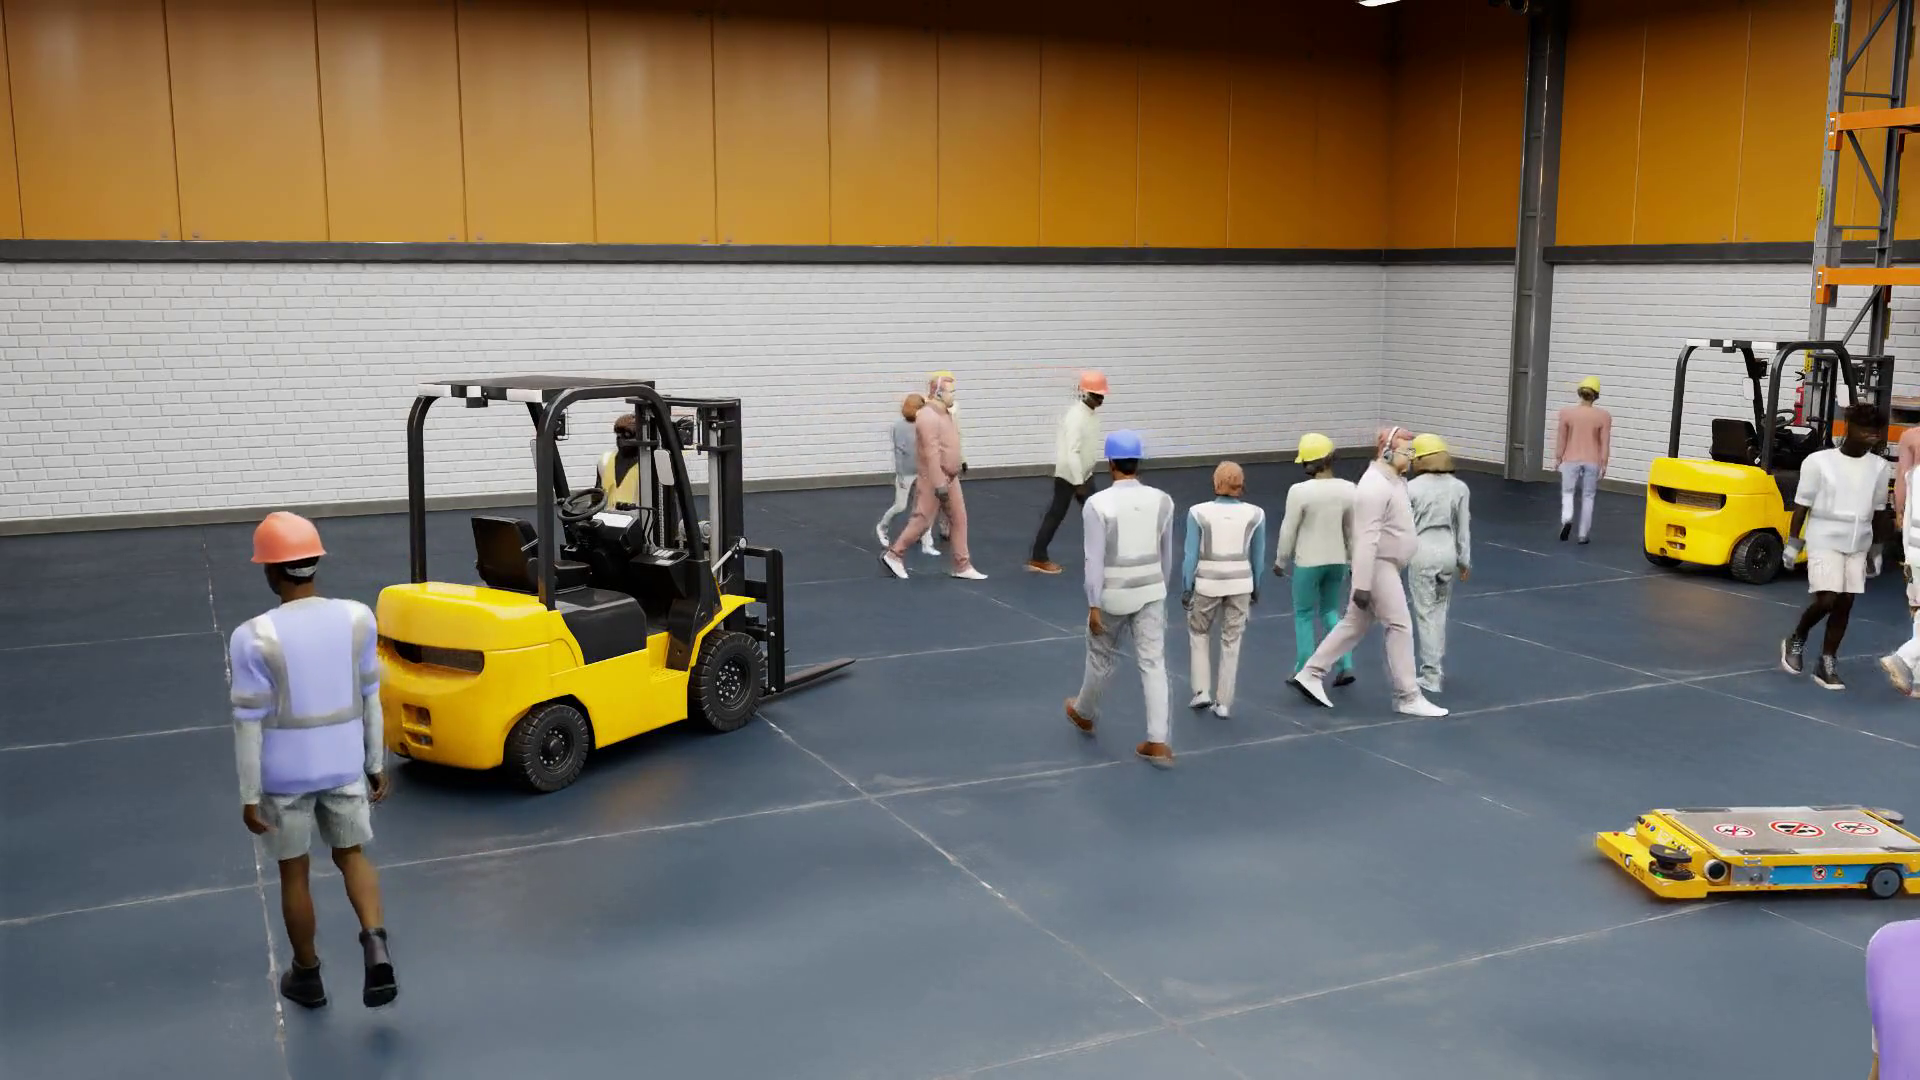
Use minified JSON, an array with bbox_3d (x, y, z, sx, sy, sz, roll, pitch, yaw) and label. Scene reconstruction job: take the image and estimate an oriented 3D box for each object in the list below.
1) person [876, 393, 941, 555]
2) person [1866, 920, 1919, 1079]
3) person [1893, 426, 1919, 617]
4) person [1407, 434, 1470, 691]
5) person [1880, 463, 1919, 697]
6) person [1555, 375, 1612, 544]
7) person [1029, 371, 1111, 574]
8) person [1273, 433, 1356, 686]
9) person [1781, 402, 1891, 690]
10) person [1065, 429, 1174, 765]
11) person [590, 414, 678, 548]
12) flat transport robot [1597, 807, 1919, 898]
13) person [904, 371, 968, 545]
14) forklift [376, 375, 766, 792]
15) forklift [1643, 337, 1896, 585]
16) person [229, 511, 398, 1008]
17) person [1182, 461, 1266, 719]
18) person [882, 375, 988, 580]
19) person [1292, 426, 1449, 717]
[{"bbox_3d":[-0.515,-0.663,16.564,0.496,1.601,0.745,-8,12,-40],"label":"person"},{"bbox_3d":[1.966,1.381,3.180,0.525,1.831,0.565,-4,10,-23],"label":"person"},{"bbox_3d":[7.708,-0.269,13.058,0.638,1.938,1.025,7,11,37],"label":"person"},{"bbox_3d":[3.153,0.134,11.272,0.491,1.705,0.669,-2,9,-13],"label":"person"},{"bbox_3d":[6.291,0.134,10.792,0.548,1.865,0.599,-2,9,-10],"label":"person"},{"bbox_3d":[6.352,-0.805,16.983,0.533,1.747,0.478,4,10,25],"label":"person"},{"bbox_3d":[1.083,-0.588,15.153,1.100,1.900,0.625,5,11,30],"label":"person"},{"bbox_3d":[2.364,0.151,11.070,0.559,1.744,0.392,-4,10,-22],"label":"person"},{"bbox_3d":[5.895,0.038,11.175,0.662,1.931,0.451,-1,9,-3],"label":"person"},{"bbox_3d":[0.959,0.302,9.676,0.629,1.884,1.039,-3,10,-20],"label":"person"},{"bbox_3d":[-2.373,0.008,11.799,0.630,1.790,0.963,5,11,31],"label":"person"},{"bbox_3d":[3.784,1.430,7.686,1.431,0.197,0.652,0,9,-3],"label":"flat transport robot"},{"bbox_3d":[-0.261,-0.832,16.994,0.655,1.799,0.470,-5,11,-30],"label":"person"},{"bbox_3d":[-2.268,0.149,9.685,1.214,2.155,2.313,6,11,32],"label":"forklift"},{"bbox_3d":[7.551,-0.789,15.507,2.313,2.155,1.214,-4,10,-25],"label":"forklift"},{"bbox_3d":[-2.383,0.851,6.163,0.567,1.923,0.644,-8,12,-42],"label":"person"},{"bbox_3d":[1.644,0.310,10.449,0.528,1.620,0.439,0,9,-1],"label":"person"},{"bbox_3d":[-0.249,-0.561,15.086,0.912,1.877,0.637,3,10,21],"label":"person"},{"bbox_3d":[2.590,0.193,10.504,0.951,1.856,0.658,3,10,17],"label":"person"}]
